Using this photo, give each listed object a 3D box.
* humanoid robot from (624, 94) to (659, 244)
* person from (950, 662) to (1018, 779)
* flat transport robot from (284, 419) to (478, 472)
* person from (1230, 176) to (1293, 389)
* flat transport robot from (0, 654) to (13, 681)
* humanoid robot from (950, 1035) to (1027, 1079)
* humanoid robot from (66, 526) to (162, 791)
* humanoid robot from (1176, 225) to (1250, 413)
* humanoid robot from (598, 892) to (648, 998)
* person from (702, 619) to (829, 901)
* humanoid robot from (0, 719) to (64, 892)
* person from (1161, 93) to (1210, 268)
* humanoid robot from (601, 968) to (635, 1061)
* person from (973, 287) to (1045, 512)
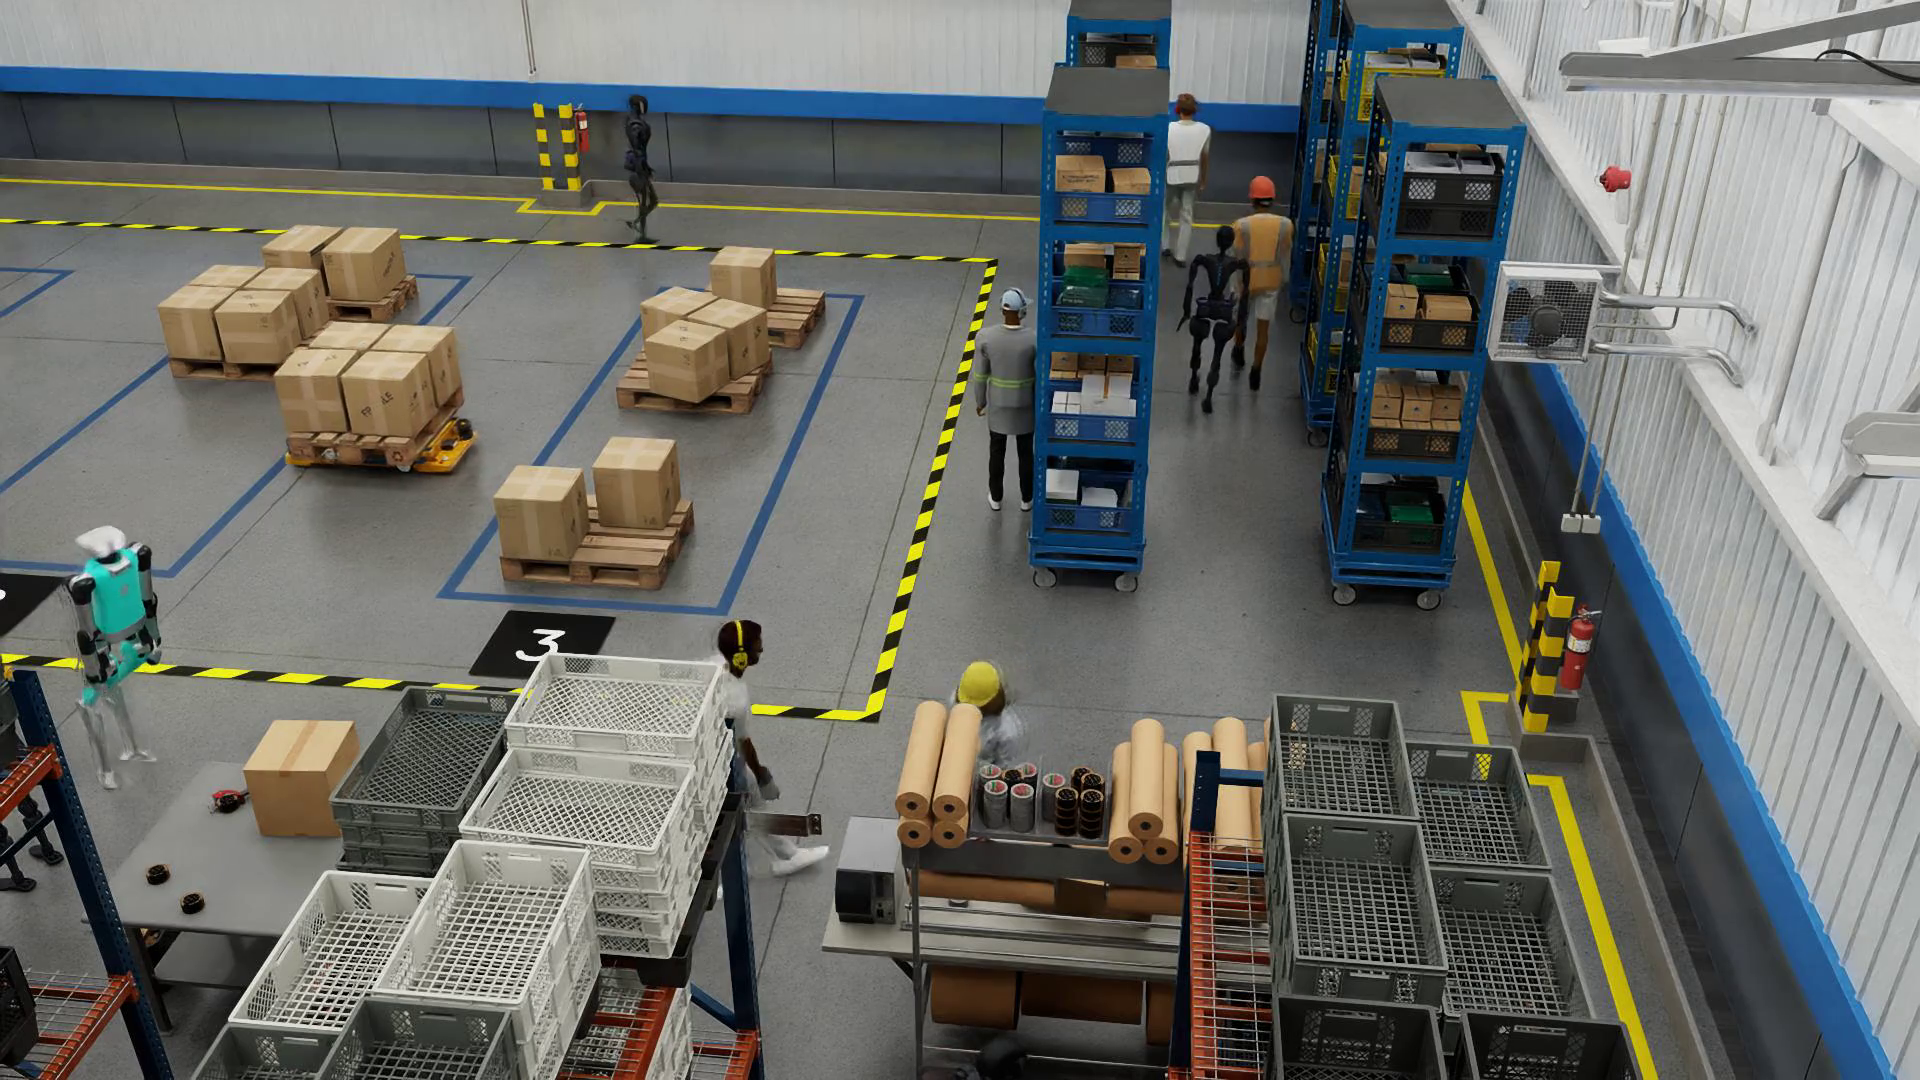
[{"bbox_3d":[-3.546,-4.065,18.246,0.388,1.645,0.616,-1,30,-2],"label":"humanoid robot"},{"bbox_3d":[0.040,1.358,8.900,0.609,1.710,0.519,-25,38,-36],"label":"person"},{"bbox_3d":[-4.902,-0.841,14.090,1.431,0.197,0.652,3,30,6],"label":"flat transport robot"},{"bbox_3d":[2.717,-2.394,15.163,0.565,1.898,0.904,3,30,6],"label":"person"},{"bbox_3d":[-7.142,0.969,11.010,1.431,0.231,0.659,3,30,6],"label":"flat transport robot"},{"bbox_3d":[0.154,2.628,6.753,0.586,1.654,0.326,25,39,36],"label":"humanoid robot"},{"bbox_3d":[-5.188,0.672,10.060,0.786,1.756,0.564,13,33,21],"label":"humanoid robot"},{"bbox_3d":[2.231,-1.990,14.715,0.612,1.625,0.654,4,30,7],"label":"humanoid robot"},{"bbox_3d":[-1.780,1.847,8.090,0.593,1.651,0.319,1,30,1],"label":"humanoid robot"},{"bbox_3d":[-1.170,1.208,9.057,0.961,1.814,0.497,-9,31,-15],"label":"person"},{"bbox_3d":[-5.406,1.212,9.176,0.315,1.657,0.599,9,31,16],"label":"humanoid robot"},{"bbox_3d":[2.333,-3.867,17.762,0.603,1.821,0.693,-4,30,-6],"label":"person"},{"bbox_3d":[-1.562,2.104,7.590,0.733,1.792,0.557,-5,31,-8],"label":"humanoid robot"},{"bbox_3d":[0.403,-1.090,12.976,0.589,1.848,0.403,4,30,7],"label":"person"}]
